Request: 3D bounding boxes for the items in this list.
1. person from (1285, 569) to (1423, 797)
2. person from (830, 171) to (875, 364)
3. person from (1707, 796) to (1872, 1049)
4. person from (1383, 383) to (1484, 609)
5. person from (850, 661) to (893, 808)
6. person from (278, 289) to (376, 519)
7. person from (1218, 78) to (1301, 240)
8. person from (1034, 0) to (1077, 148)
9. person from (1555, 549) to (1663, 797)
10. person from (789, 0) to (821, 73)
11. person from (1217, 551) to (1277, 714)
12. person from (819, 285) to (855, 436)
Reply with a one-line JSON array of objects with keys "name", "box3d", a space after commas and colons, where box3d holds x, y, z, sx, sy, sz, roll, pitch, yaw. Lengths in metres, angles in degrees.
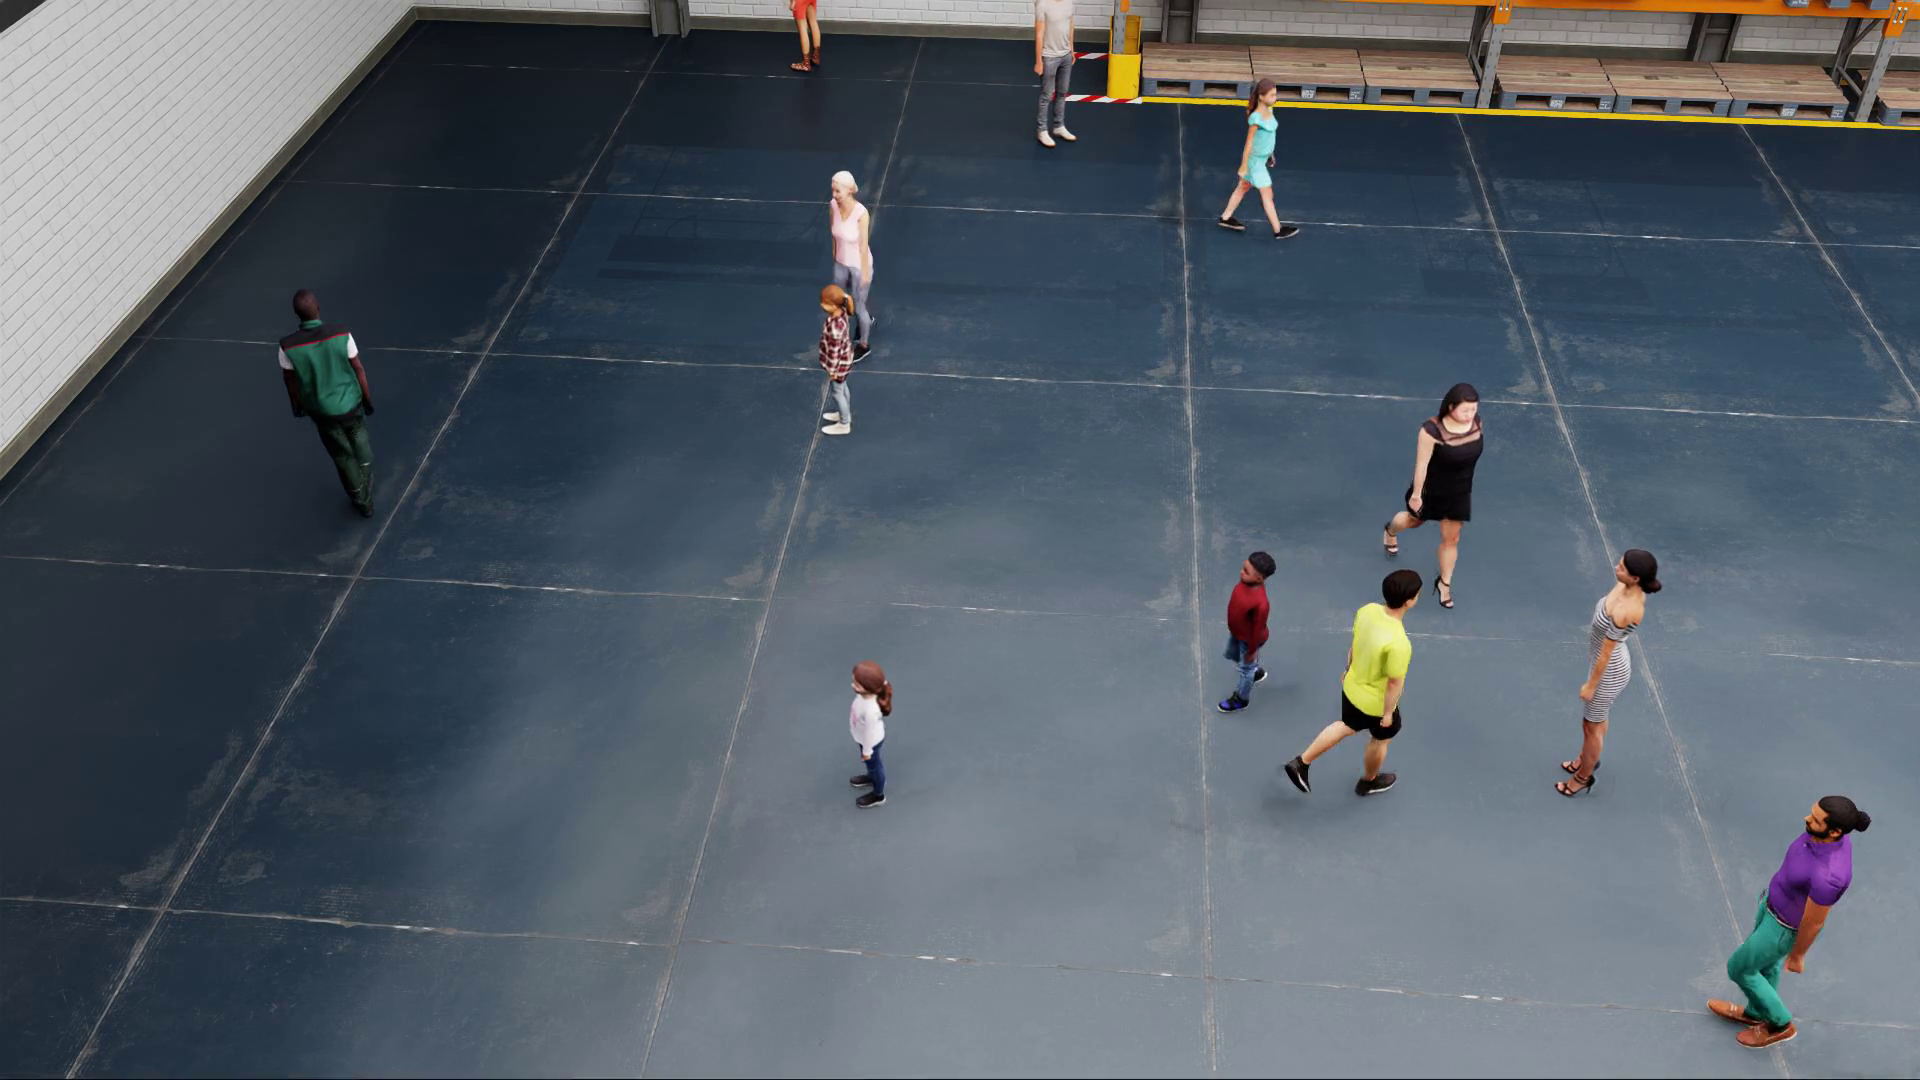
[{"name": "person", "box3d": [2.345, 0.904, 9.770, 1.059, 1.681, 0.880, -13, 40, -16]}, {"name": "person", "box3d": [-0.828, -2.306, 13.770, 0.779, 1.708, 0.816, 22, 44, 25]}, {"name": "person", "box3d": [4.291, 1.946, 8.407, 0.774, 1.755, 0.727, 14, 41, 17]}, {"name": "person", "box3d": [3.224, -0.380, 11.382, 1.107, 1.677, 1.016, -13, 40, -16]}, {"name": "person", "box3d": [-0.528, 1.139, 9.933, 0.538, 1.112, 0.508, -6, 39, -8]}, {"name": "person", "box3d": [-4.479, -0.923, 11.945, 0.893, 1.823, 0.952, -18, 42, -21]}, {"name": "person", "box3d": [2.690, -3.542, 15.469, 1.100, 1.517, 0.813, 18, 42, 21]}, {"name": "person", "box3d": [0.955, -4.959, 16.948, 0.754, 1.886, 0.808, -29, 47, -31]}, {"name": "person", "box3d": [3.820, 0.792, 9.802, 0.618, 1.817, 0.638, 14, 41, 17]}, {"name": "person", "box3d": [-1.728, -6.069, 18.472, 0.674, 1.719, 0.667, 22, 44, 25]}, {"name": "person", "box3d": [1.880, 0.573, 10.533, 0.653, 1.247, 0.584, -8, 39, -10]}, {"name": "person", "box3d": [-0.943, -1.416, 12.977, 0.514, 1.305, 0.516, 3, 39, 4]}]
